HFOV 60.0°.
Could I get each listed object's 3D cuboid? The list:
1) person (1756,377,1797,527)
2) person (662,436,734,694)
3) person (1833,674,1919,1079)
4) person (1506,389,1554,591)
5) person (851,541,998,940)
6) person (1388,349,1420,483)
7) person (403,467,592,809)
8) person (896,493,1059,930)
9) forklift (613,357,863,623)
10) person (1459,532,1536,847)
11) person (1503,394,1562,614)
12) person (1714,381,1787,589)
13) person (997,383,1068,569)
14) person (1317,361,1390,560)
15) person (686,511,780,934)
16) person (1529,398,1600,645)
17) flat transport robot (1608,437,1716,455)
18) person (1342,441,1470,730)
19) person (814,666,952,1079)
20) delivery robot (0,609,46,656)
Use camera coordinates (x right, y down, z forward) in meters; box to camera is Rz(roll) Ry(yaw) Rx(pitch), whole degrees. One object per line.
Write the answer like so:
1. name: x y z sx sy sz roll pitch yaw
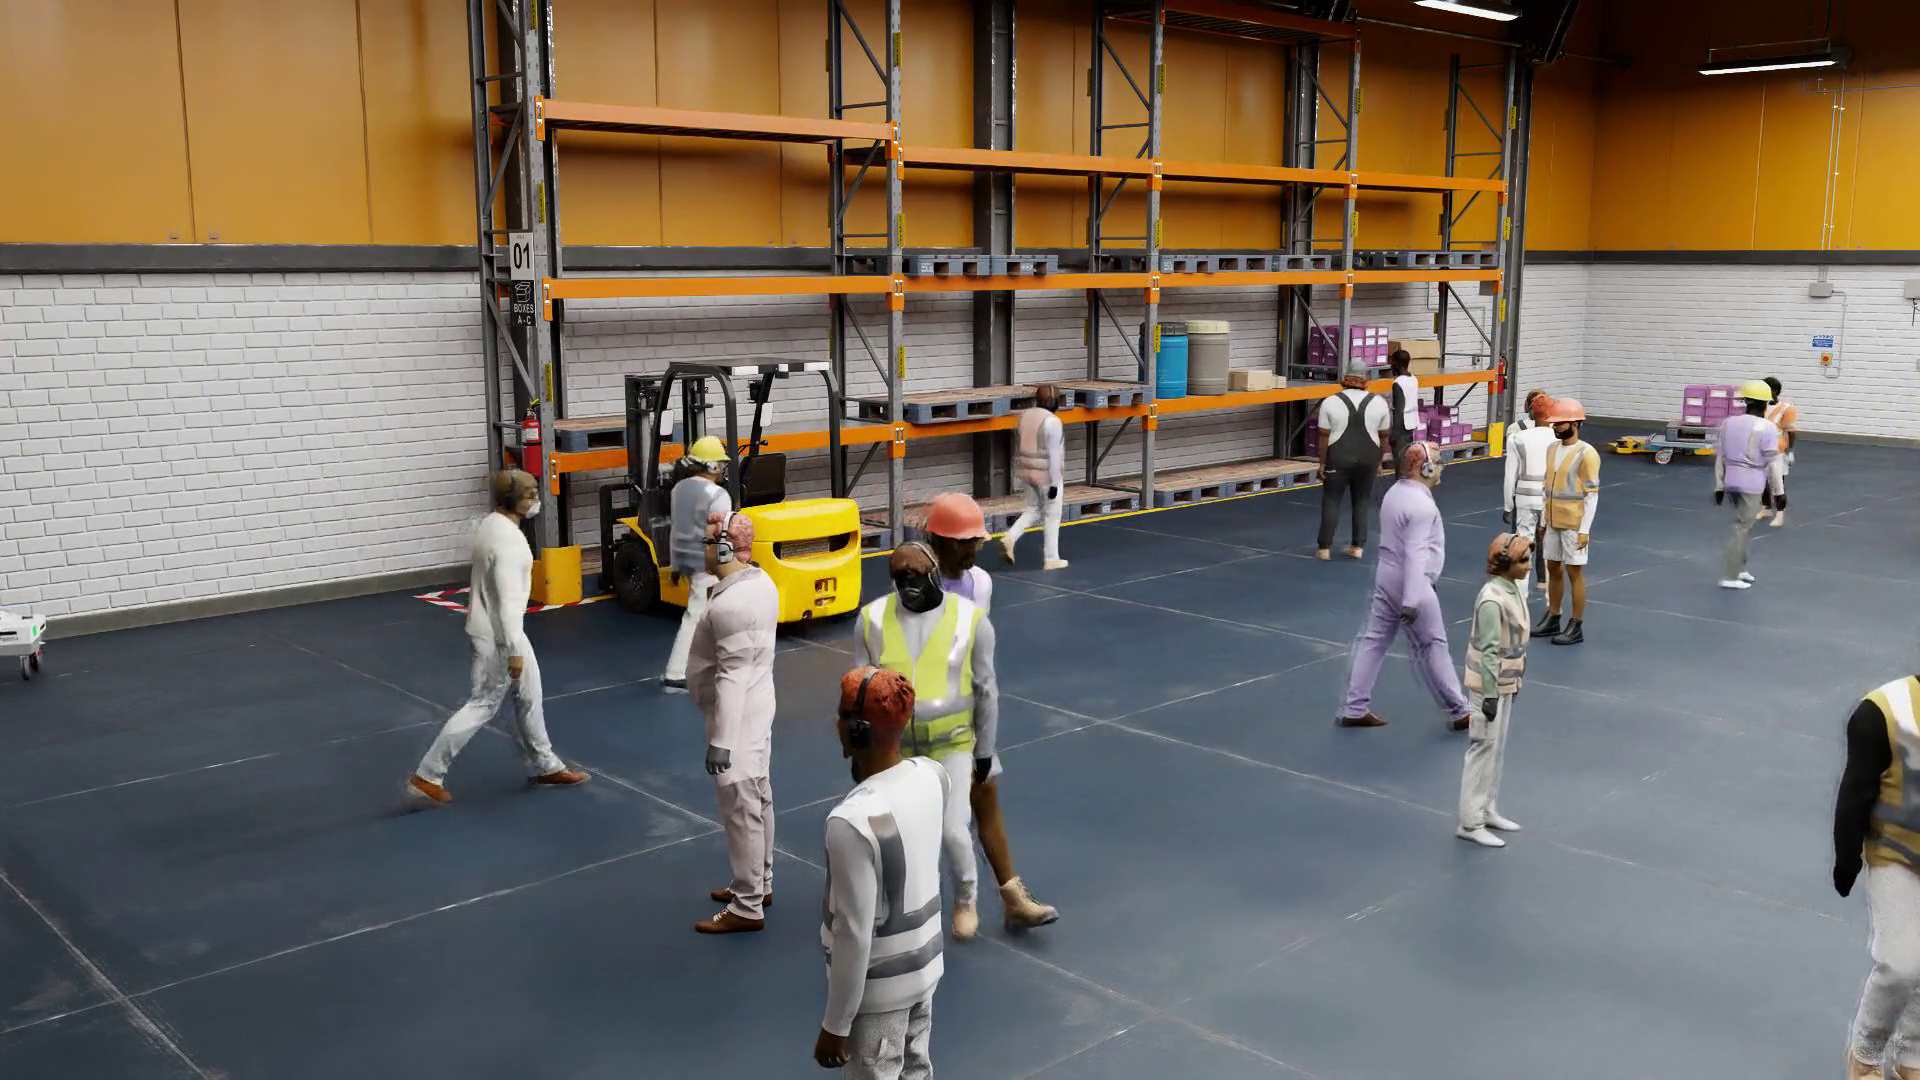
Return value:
1. person: 9.226 -0.994 18.839 0.365 1.680 0.591 -4 10 -21
2. person: -1.767 0.162 11.703 0.944 1.781 0.620 -9 13 -41
3. person: 3.426 1.144 5.855 0.636 1.818 0.474 0 10 1
4. person: 5.208 -0.451 15.115 0.506 1.839 0.344 6 11 30
5. person: -0.162 0.901 7.257 0.638 1.820 0.445 2 10 11
6. person: 5.345 -1.337 20.074 0.373 1.915 0.596 6 11 31
7. person: -2.620 0.538 9.215 0.998 1.890 0.672 -4 10 -20
8. person: -0.039 0.773 7.520 1.073 1.981 0.638 9 14 44
9. forklift: -1.847 -0.414 13.852 1.214 2.155 2.313 -9 13 -42
10. person: 2.771 0.764 8.614 0.317 1.631 0.522 6 11 30
11. person: 4.880 -0.288 14.018 0.572 1.886 0.358 3 10 20
12. person: 7.248 -0.499 15.211 0.685 1.904 0.606 -3 10 -17
13. person: 0.736 -0.601 16.042 0.639 1.822 0.632 -7 12 -35
14. person: 3.920 -0.820 16.678 0.699 2.000 0.541 1 10 5
15. person: -1.029 0.813 7.510 0.408 1.909 0.638 1 10 5
16. person: 4.727 -0.145 13.029 0.379 1.937 0.548 -3 10 -19
17. flat transport robot: 10.796 -1.460 25.598 1.431 0.197 0.652 1 10 9
18. person: 2.940 0.306 10.607 1.008 1.864 0.650 -1 10 -8
19. person: -0.234 1.284 4.826 0.355 1.882 0.576 4 11 24
20. delivery robot: -6.998 0.678 11.982 0.707 0.478 0.477 -3 10 -19
